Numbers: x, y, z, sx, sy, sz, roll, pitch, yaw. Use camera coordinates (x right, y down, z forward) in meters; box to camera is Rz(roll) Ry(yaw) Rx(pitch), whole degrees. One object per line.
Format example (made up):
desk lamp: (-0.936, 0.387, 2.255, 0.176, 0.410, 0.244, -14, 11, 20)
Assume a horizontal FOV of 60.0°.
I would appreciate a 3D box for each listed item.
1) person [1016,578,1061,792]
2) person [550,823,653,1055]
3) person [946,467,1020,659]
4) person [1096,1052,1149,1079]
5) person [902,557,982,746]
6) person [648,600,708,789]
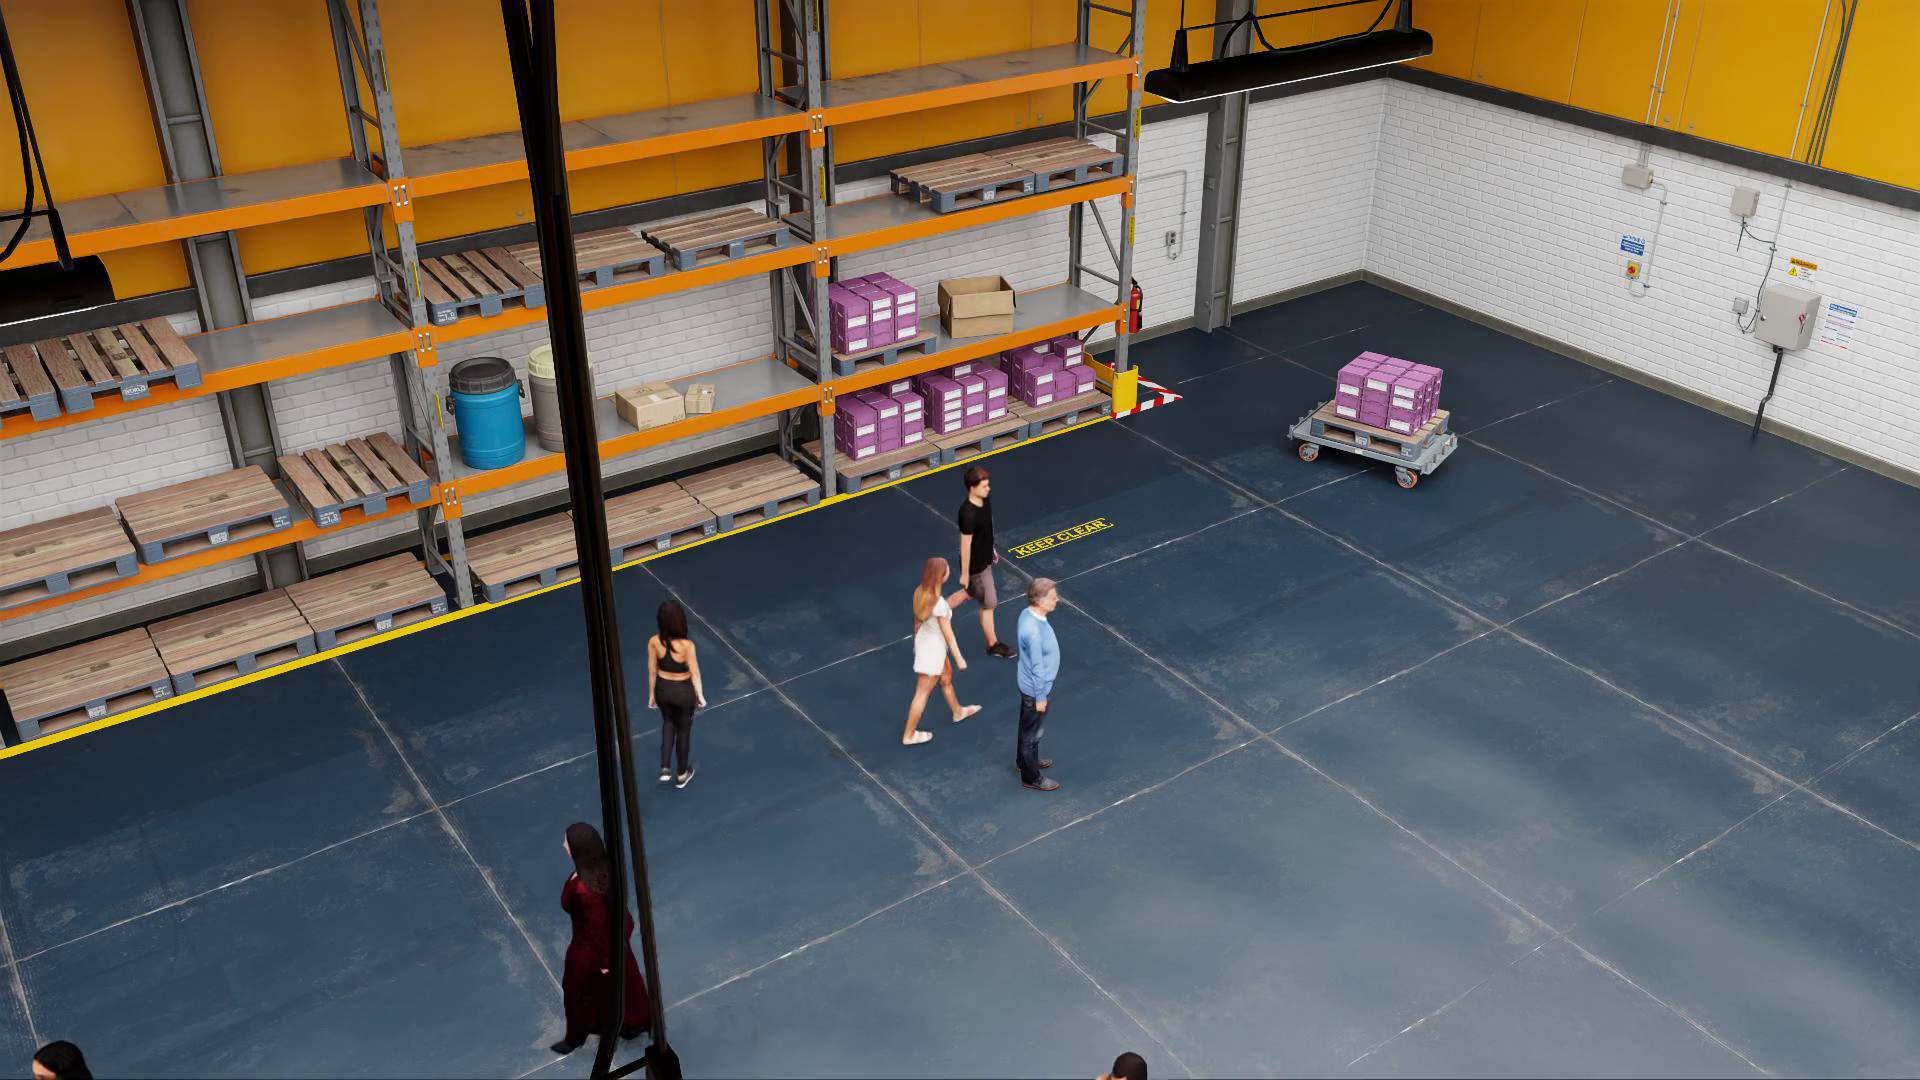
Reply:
person: (0.580, 1.098, 12.953, 0.756, 1.810, 0.745, -1, 29, -2)
person: (-2.152, 2.510, 10.444, 1.070, 1.733, 0.968, 0, 29, -1)
person: (0.065, 0.169, 14.625, 1.181, 1.840, 1.159, 7, 29, 12)
person: (0.922, 3.344, 9.014, 1.118, 1.639, 0.605, -16, 32, -27)
person: (-0.310, 0.936, 13.409, 1.036, 1.658, 0.736, -10, 30, -18)
person: (-2.234, 1.247, 12.864, 0.745, 1.632, 0.805, 6, 29, 11)
